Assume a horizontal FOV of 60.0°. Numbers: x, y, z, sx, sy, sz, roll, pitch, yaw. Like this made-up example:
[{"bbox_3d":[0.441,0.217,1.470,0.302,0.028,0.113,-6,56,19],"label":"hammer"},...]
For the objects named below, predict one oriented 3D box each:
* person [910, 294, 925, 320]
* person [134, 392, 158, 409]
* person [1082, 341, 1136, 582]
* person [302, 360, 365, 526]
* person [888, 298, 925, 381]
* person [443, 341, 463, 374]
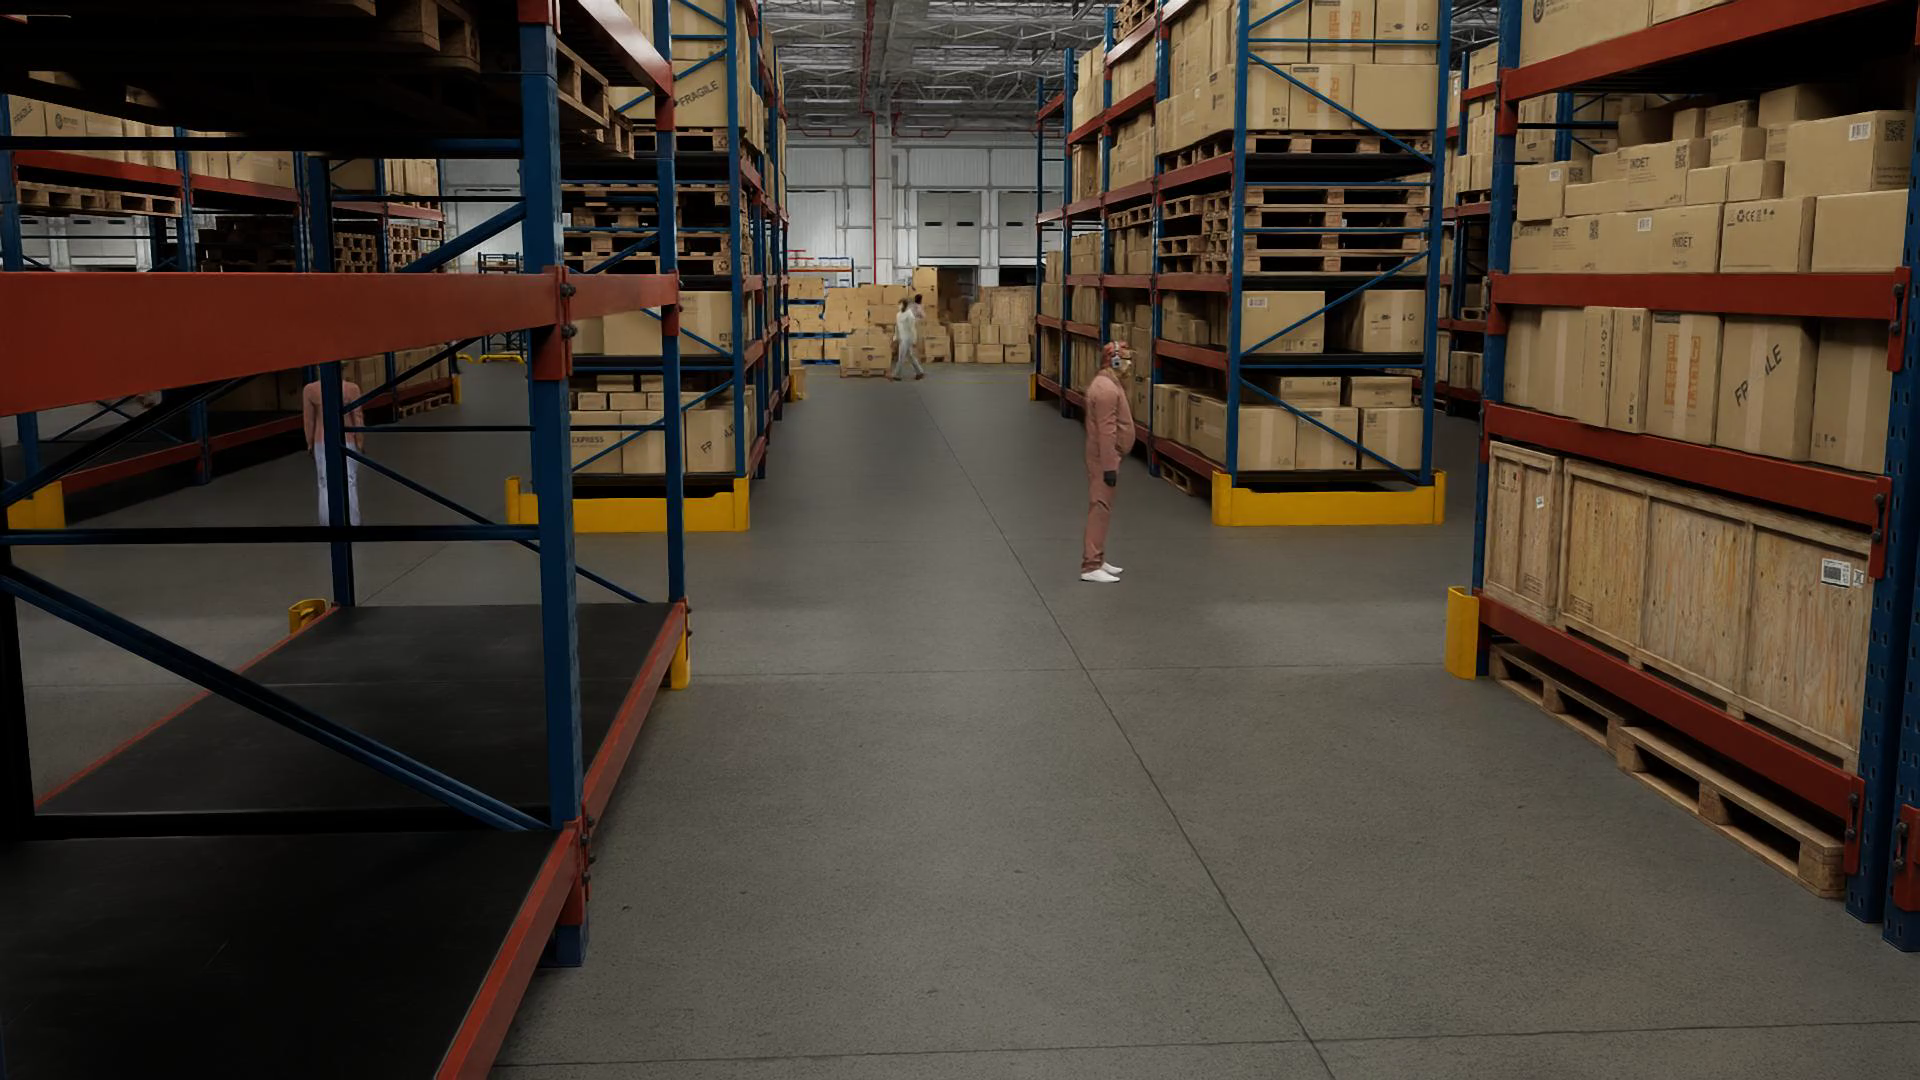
[{"bbox_3d":[-1.266,-6.524,50.356,0.430,1.840,0.625,5,11,31],"label":"person"},{"bbox_3d":[-14.640,-3.320,30.032,0.634,1.911,0.439,8,12,41],"label":"person"},{"bbox_3d":[1.183,-0.620,13.143,0.405,1.895,0.662,1,9,7],"label":"person"},{"bbox_3d":[-5.685,-0.879,15.135,0.526,1.769,0.328,-1,9,-5],"label":"person"},{"bbox_3d":[-1.196,-4.559,37.873,0.997,1.900,0.637,-5,10,-26],"label":"person"},{"bbox_3d":[-12.382,-4.981,40.362,0.809,1.947,0.418,-6,11,-34],"label":"person"}]
